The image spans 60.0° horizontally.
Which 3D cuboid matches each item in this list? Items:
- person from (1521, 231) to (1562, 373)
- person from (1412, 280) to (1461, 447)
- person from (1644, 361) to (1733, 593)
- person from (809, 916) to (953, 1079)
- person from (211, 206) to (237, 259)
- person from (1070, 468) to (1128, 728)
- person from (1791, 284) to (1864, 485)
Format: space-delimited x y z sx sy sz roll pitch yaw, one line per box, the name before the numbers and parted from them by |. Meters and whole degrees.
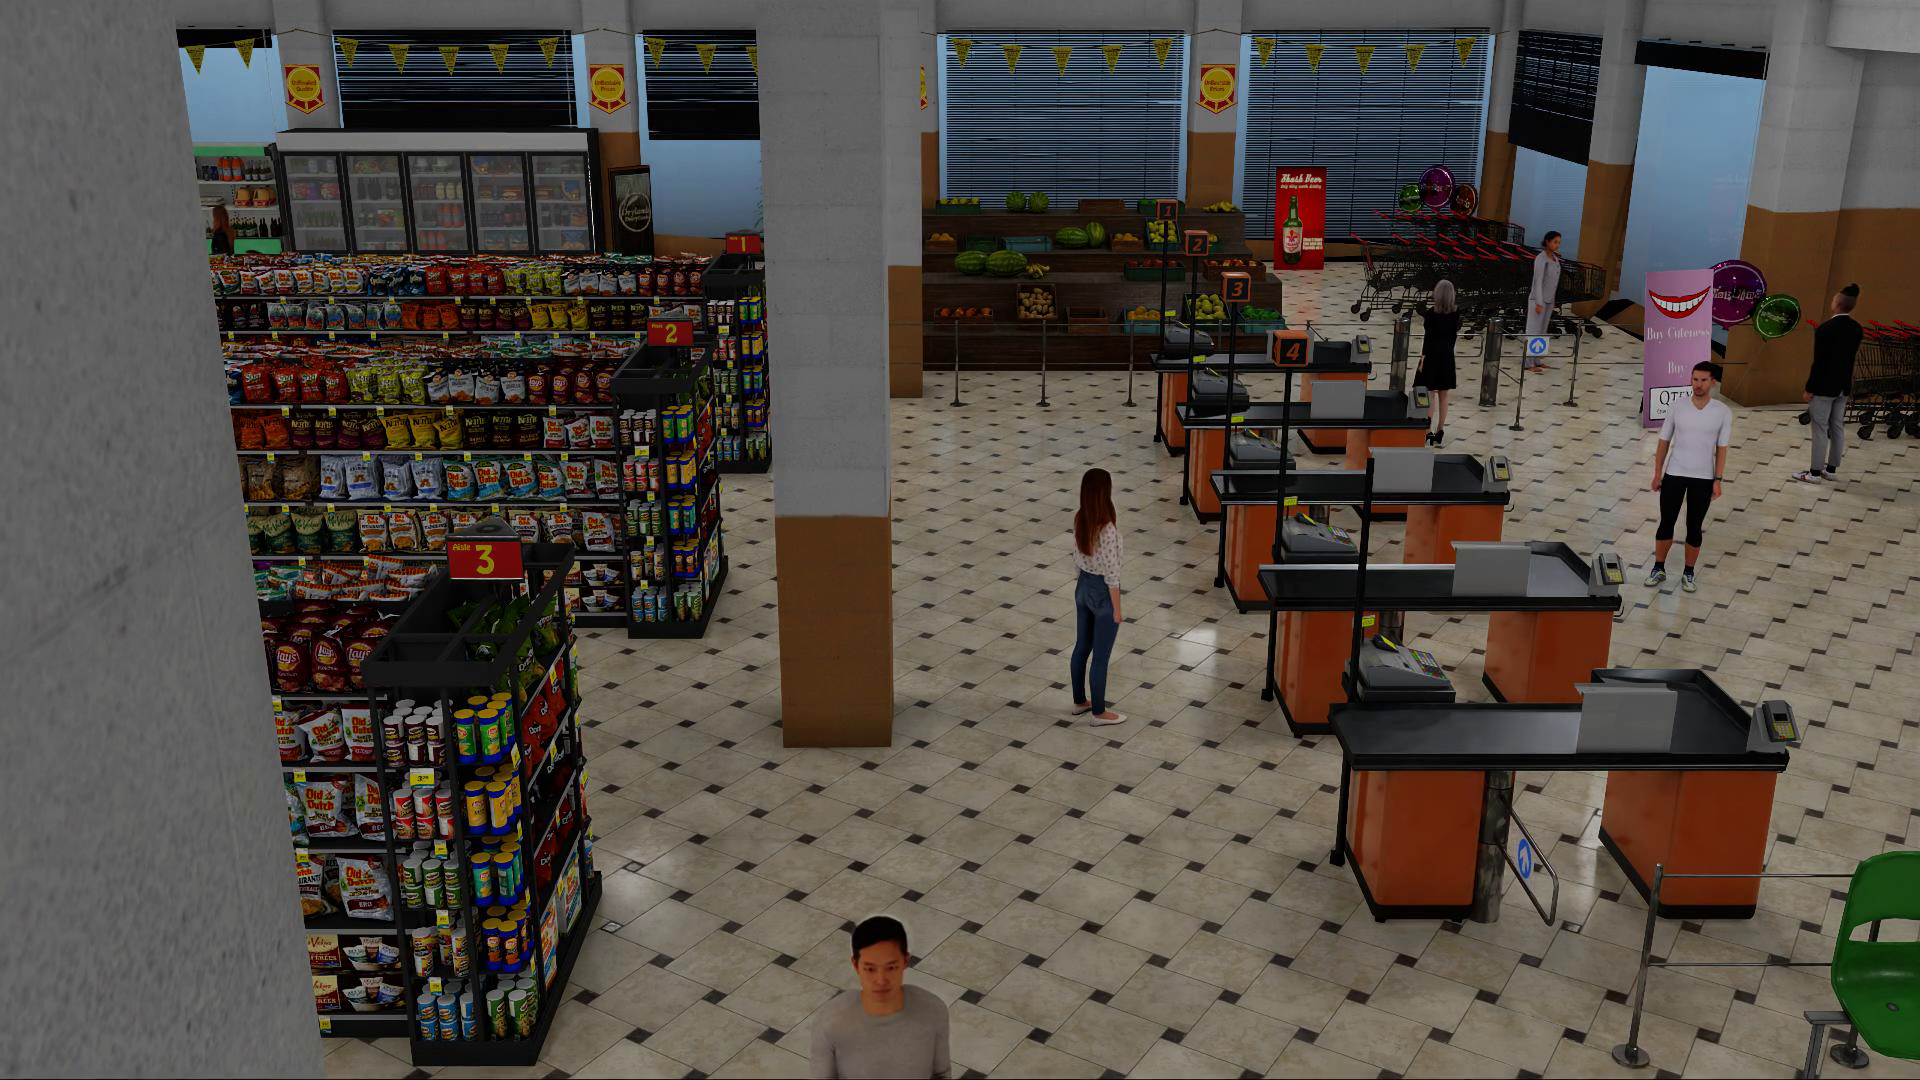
person | 7.293 -3.014 20.861 0.766 1.739 0.714 17 25 40
person | 5.008 -1.867 17.447 0.626 1.747 0.738 -8 20 -21
person | 5.829 -0.523 13.297 0.674 1.852 0.817 9 21 26
person | -0.260 2.074 5.659 0.571 1.811 0.778 -5 19 -14
person | -10.294 -3.844 23.378 0.509 1.704 0.586 0 19 -1
person | 0.888 0.364 10.861 0.670 1.728 0.654 -11 21 -29
person | 8.441 -1.518 16.096 0.680 1.948 0.840 -7 20 -20
